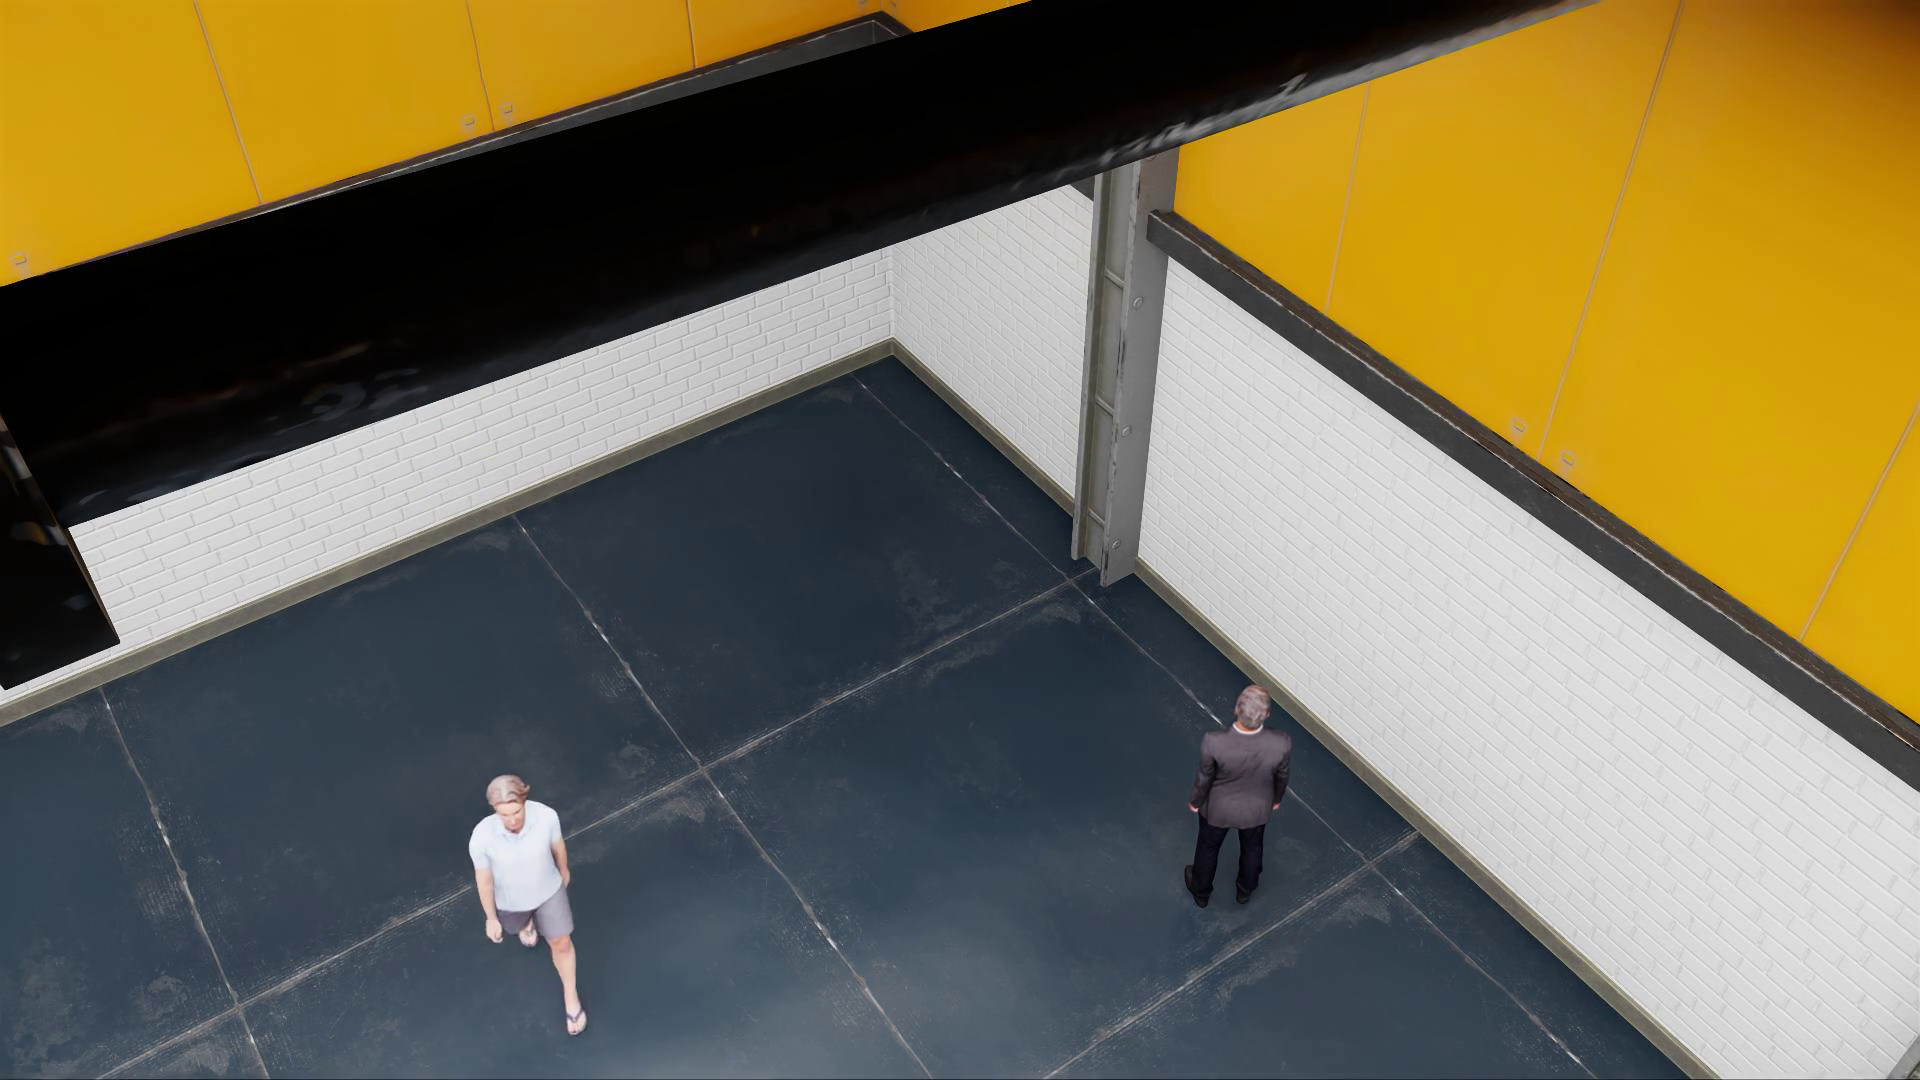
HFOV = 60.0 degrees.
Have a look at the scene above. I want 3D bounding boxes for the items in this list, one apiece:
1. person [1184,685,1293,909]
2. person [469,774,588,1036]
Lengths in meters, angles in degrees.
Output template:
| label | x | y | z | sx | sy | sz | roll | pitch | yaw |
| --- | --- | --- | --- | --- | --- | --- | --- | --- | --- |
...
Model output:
| label | x | y | z | sx | sy | sz | roll | pitch | yaw |
| --- | --- | --- | --- | --- | --- | --- | --- | --- | --- |
| person | 1.568 | 1.459 | 9.428 | 0.802 | 1.842 | 0.804 | -2 | 44 | -2 |
| person | -2.383 | 1.832 | 9.065 | 0.855 | 1.802 | 1.224 | -15 | 46 | -15 |
